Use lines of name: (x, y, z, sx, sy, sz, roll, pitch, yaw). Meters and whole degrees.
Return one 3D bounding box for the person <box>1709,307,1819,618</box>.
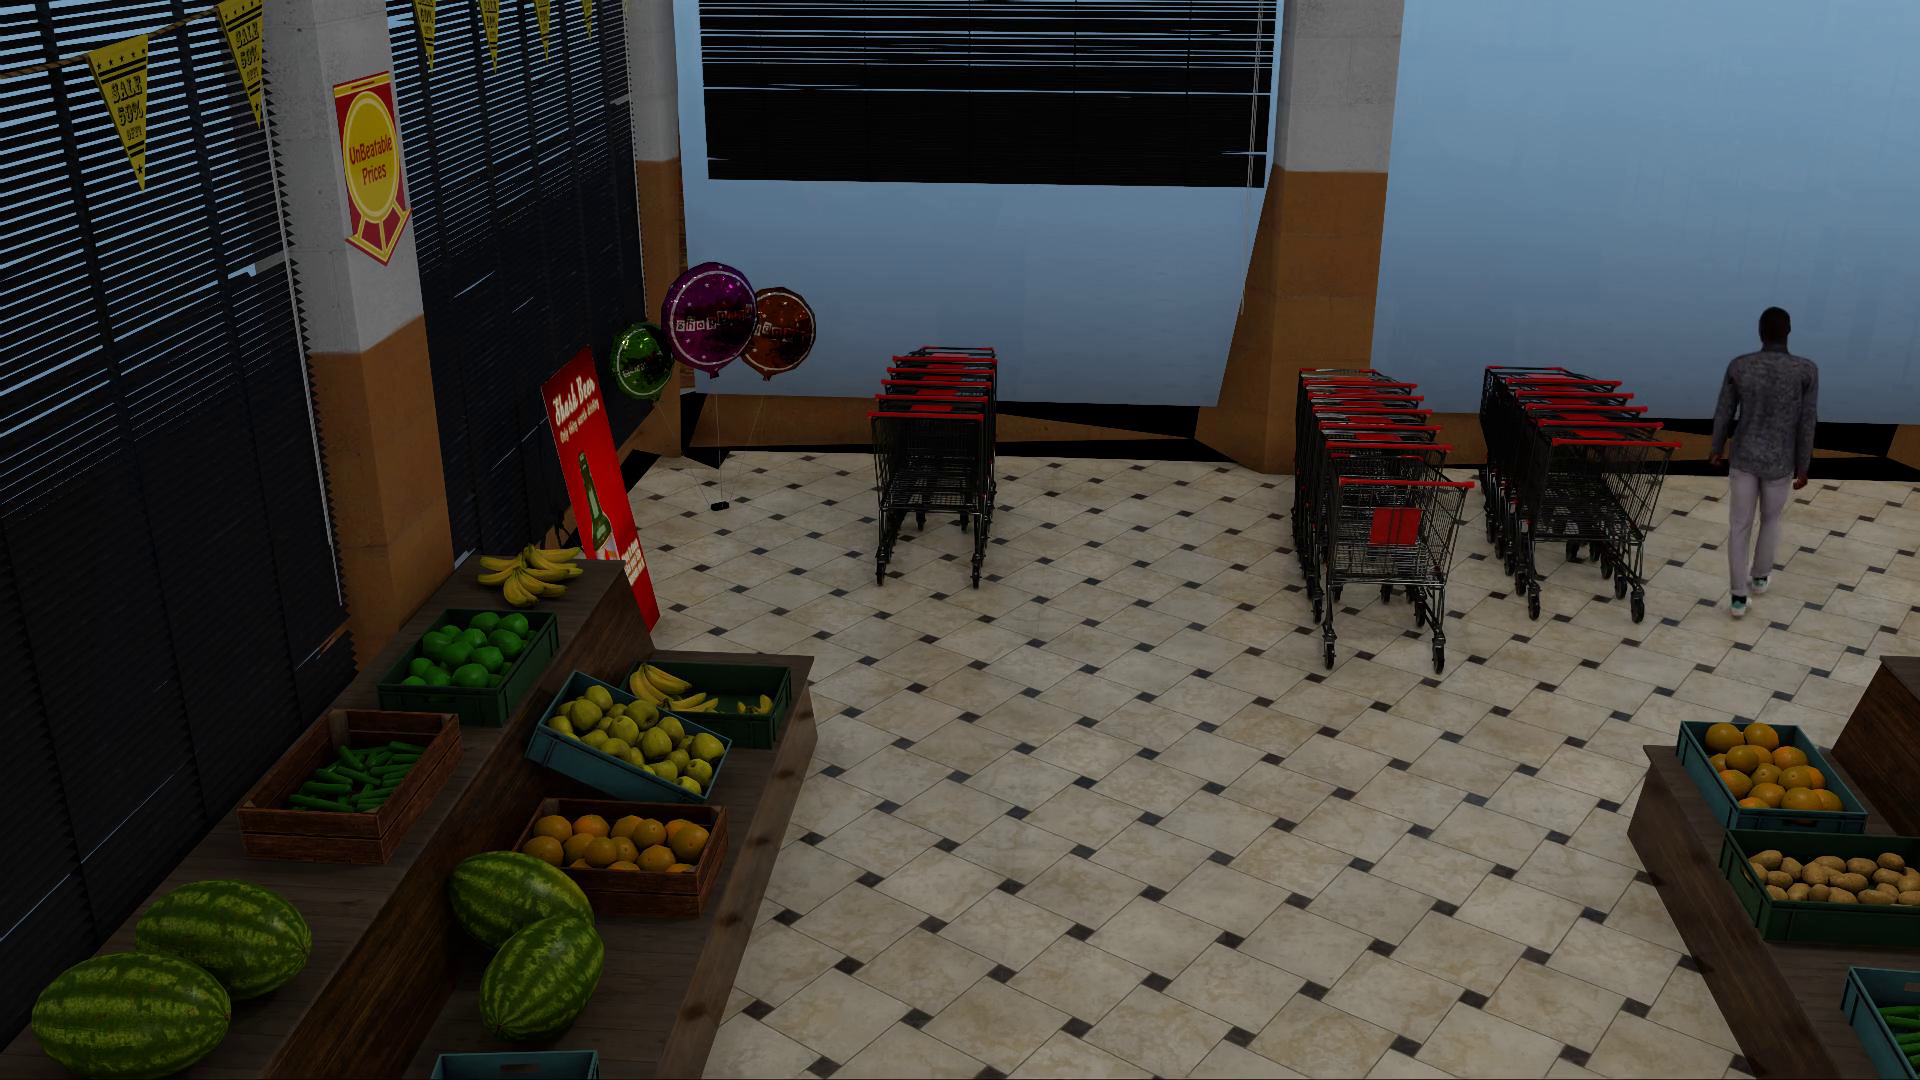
person: (4.674, -0.420, 9.743, 0.942, 1.810, 1.072, 13, 25, 29)
